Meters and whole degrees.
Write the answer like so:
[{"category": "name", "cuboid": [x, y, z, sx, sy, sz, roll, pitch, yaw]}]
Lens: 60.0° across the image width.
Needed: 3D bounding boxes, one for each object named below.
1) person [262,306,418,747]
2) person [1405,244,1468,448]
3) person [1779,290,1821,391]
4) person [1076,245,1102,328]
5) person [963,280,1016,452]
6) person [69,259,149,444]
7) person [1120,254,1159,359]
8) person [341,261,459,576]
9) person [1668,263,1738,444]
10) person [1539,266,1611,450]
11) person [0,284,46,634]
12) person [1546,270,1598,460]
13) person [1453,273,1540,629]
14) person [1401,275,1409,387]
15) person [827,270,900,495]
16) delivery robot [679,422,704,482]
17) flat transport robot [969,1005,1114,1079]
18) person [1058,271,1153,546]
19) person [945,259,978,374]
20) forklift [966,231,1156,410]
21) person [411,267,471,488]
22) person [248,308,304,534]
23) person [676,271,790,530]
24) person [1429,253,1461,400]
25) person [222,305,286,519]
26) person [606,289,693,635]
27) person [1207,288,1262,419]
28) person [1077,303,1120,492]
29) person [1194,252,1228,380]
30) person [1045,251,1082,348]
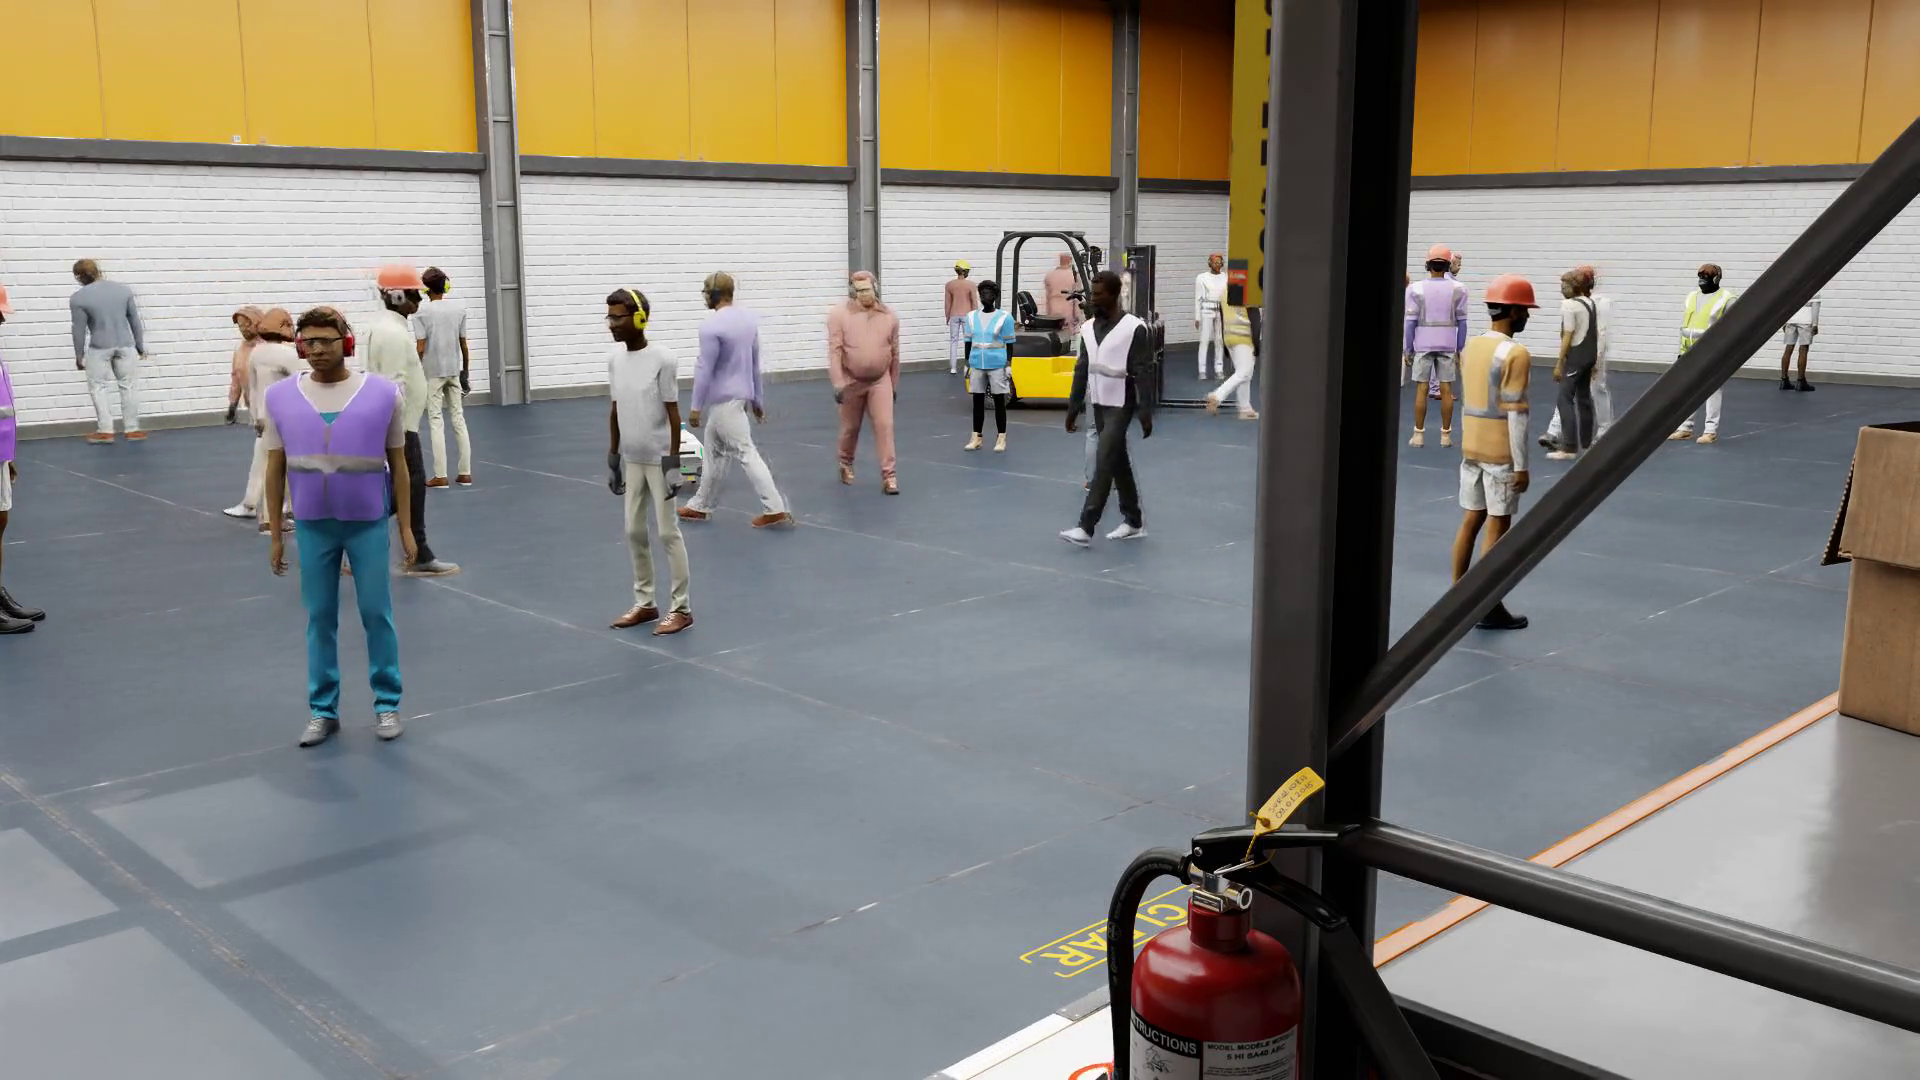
[{"category": "person", "cuboid": [-2.599, -0.059, 7.008, 0.612, 1.843, 0.419, -2, 11, -10]}, {"category": "person", "cuboid": [4.770, -1.940, 16.717, 0.608, 2.044, 0.370, 1, 10, 8]}, {"category": "person", "cuboid": [11.571, -3.014, 22.861, 0.378, 1.936, 0.548, -5, 11, -25]}, {"category": "person", "cuboid": [2.150, -3.863, 27.424, 0.372, 1.961, 0.601, -9, 14, -40]}, {"category": "person", "cuboid": [0.278, -1.704, 16.397, 0.552, 1.693, 0.333, 4, 11, 23]}, {"category": "person", "cuboid": [-8.757, -1.941, 17.148, 0.356, 1.898, 0.716, 9, 14, 41]}, {"category": "person", "cuboid": [2.884, -3.685, 26.697, 0.622, 1.877, 0.420, -3, 11, -14]}, {"category": "person", "cuboid": [-3.533, -0.715, 10.217, 0.703, 1.978, 0.627, -4, 11, -20]}, {"category": "person", "cuboid": [7.661, -1.918, 17.145, 0.429, 1.845, 0.621, -6, 12, -29]}, {"category": "person", "cuboid": [6.164, -1.793, 16.487, 1.010, 1.819, 0.580, -7, 12, -33]}, {"category": "person", "cuboid": [-5.217, -0.461, 8.956, 0.365, 1.932, 0.543, -3, 11, -16]}, {"category": "person", "cuboid": [5.975, -1.679, 15.959, 0.767, 1.813, 0.344, -10, 14, -44]}, {"category": "person", "cuboid": [2.935, -0.477, 9.064, 0.386, 1.931, 0.548, -3, 11, -15]}, {"category": "person", "cuboid": [6.122, -2.923, 23.273, 0.365, 1.598, 0.572, -4, 11, -19]}, {"category": "person", "cuboid": [-0.811, -1.337, 13.970, 0.639, 1.854, 0.952, -2, 11, -13]}, {"category": "delivery robot", "cuboid": [-2.360, -0.748, 14.020, 0.477, 0.478, 0.707, -3, 11, -15]}, {"category": "flat transport robot", "cuboid": [0.400, 1.311, 3.826, 0.652, 0.197, 1.431, 10, 14, 43]}, {"category": "person", "cuboid": [0.946, -0.896, 11.450, 0.931, 1.875, 0.626, -7, 13, -34]}, {"category": "person", "cuboid": [0.026, -3.422, 25.561, 0.528, 1.764, 0.328, 3, 11, 18]}, {"category": "forklift", "cuboid": [1.222, -2.721, 20.561, 2.313, 2.155, 1.214, 2, 11, 13]}, {"category": "person", "cuboid": [-4.397, -1.366, 14.093, 0.315, 1.858, 0.528, 10, 15, 44]}, {"category": "person", "cuboid": [-4.844, -0.862, 12.012, 0.509, 1.612, 0.620, 8, 13, 36]}, {"category": "person", "cuboid": [-1.676, -1.010, 12.125, 1.036, 1.890, 0.627, 3, 11, 18]}, {"category": "person", "cuboid": [6.338, -2.771, 21.644, 0.403, 1.901, 0.637, 1, 10, 6]}, {"category": "person", "cuboid": [-5.321, -0.961, 12.586, 0.516, 1.602, 0.770, 8, 13, 37]}, {"category": "person", "cuboid": [-1.682, -0.411, 8.915, 0.513, 1.858, 0.369, 8, 13, 36]}, {"category": "person", "cuboid": [3.171, -2.274, 19.171, 0.735, 1.820, 0.638, -5, 11, -24]}, {"category": "person", "cuboid": [1.220, -1.213, 13.867, 0.507, 1.633, 0.278, 2, 11, 13]}, {"category": "person", "cuboid": [3.752, -3.307, 24.602, 0.584, 1.883, 0.337, -1, 10, -8]}, {"category": "person", "cuboid": [1.592, -3.528, 25.817, 0.637, 1.892, 0.522, 5, 12, 26]}]
